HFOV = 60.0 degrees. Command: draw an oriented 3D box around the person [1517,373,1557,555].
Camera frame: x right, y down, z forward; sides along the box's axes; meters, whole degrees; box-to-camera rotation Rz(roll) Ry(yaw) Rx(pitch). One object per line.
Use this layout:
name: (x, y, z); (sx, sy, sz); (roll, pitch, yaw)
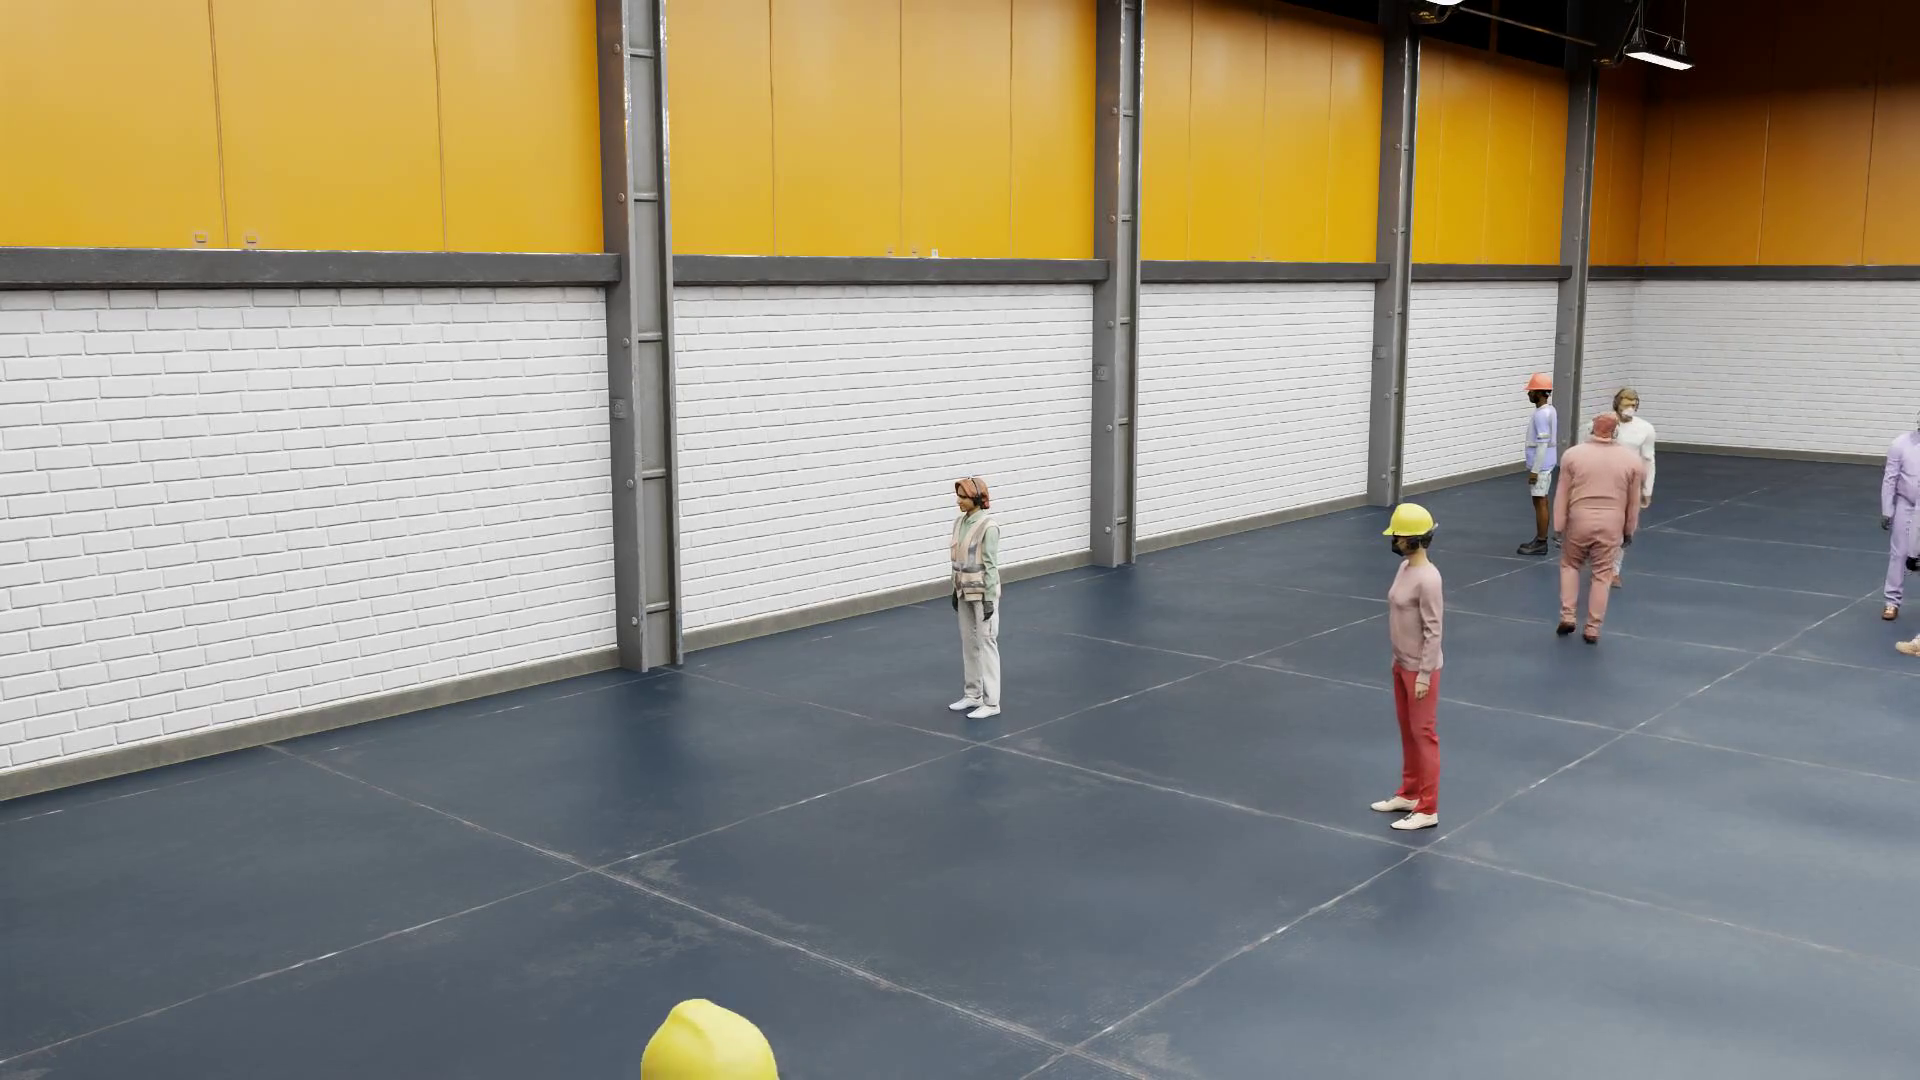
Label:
person: (6.155, -0.803, 17.722); (0.365, 1.939, 0.542); (5, 10, 27)

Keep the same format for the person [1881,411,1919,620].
person: (8.261, -0.234, 14.257); (0.652, 1.904, 0.403); (4, 10, 22)

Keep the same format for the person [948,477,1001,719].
person: (0.103, 0.385, 11.228); (0.316, 1.629, 0.509); (-6, 11, -32)

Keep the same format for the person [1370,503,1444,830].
person: (2.427, 0.679, 8.964); (0.329, 1.765, 0.527); (0, 9, -1)

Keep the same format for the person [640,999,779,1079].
person: (-0.377, 1.634, 2.763); (0.606, 1.818, 0.460); (-7, 12, -39)

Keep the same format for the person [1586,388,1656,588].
person: (6.235, -0.477, 15.734); (0.651, 1.915, 0.595); (1, 9, 8)

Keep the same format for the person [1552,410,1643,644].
person: (5.156, -0.108, 13.510); (0.666, 1.887, 0.512); (2, 9, 14)

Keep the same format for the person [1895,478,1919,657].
person: (7.549, 0.083, 12.619); (0.645, 1.798, 0.848); (-4, 10, -22)
